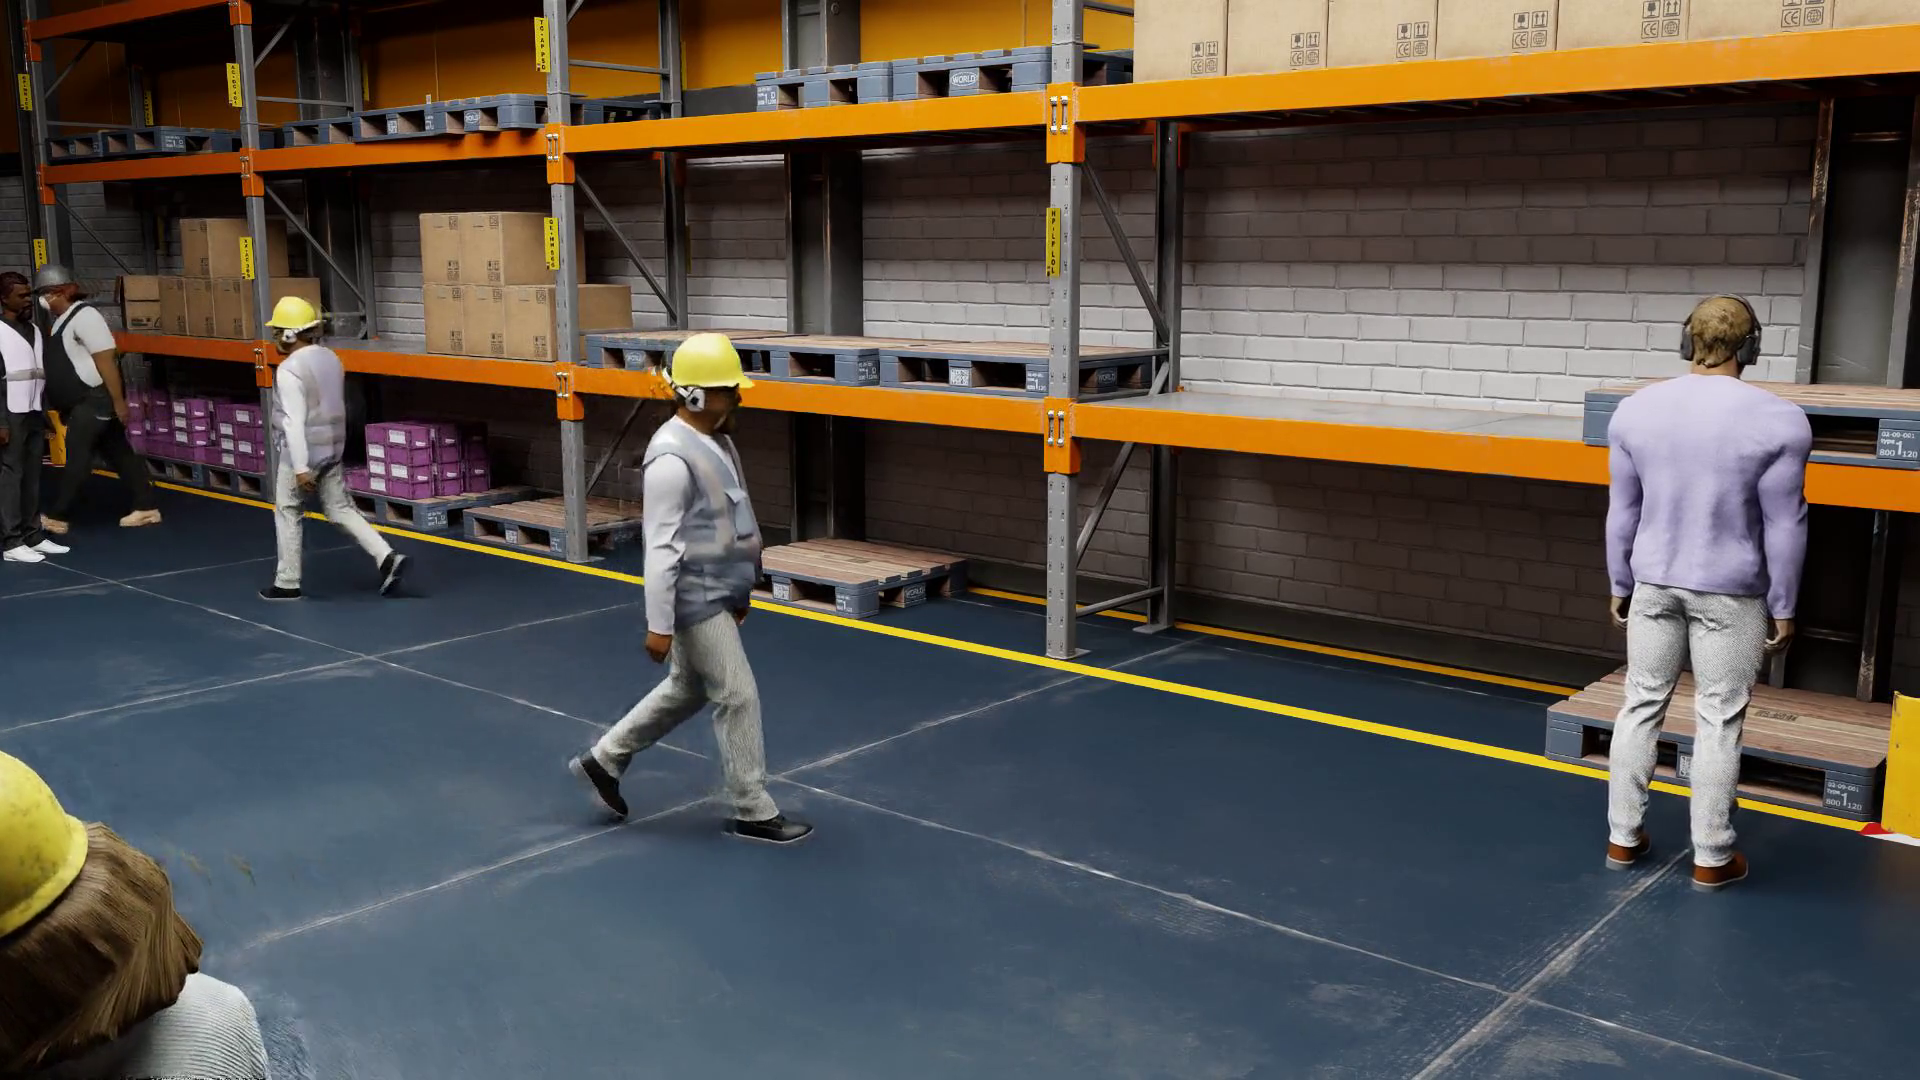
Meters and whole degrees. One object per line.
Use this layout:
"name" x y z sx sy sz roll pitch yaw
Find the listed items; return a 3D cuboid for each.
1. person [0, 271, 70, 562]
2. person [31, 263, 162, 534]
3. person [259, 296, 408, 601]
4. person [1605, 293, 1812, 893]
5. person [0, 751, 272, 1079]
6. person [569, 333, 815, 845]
"person" -6.285 -0.821 11.102 0.390 1.920 0.587 0 10 1
"person" -6.429 -1.073 12.191 0.998 2.000 0.742 -8 13 -37
"person" -3.724 -0.520 9.726 0.812 1.807 0.595 2 10 13
"person" 2.405 0.171 5.422 0.628 1.931 0.358 9 14 43
"person" -0.827 0.974 1.516 0.774 1.686 0.550 0 10 0
"person" -0.971 0.176 5.780 0.856 1.798 0.598 1 10 4
